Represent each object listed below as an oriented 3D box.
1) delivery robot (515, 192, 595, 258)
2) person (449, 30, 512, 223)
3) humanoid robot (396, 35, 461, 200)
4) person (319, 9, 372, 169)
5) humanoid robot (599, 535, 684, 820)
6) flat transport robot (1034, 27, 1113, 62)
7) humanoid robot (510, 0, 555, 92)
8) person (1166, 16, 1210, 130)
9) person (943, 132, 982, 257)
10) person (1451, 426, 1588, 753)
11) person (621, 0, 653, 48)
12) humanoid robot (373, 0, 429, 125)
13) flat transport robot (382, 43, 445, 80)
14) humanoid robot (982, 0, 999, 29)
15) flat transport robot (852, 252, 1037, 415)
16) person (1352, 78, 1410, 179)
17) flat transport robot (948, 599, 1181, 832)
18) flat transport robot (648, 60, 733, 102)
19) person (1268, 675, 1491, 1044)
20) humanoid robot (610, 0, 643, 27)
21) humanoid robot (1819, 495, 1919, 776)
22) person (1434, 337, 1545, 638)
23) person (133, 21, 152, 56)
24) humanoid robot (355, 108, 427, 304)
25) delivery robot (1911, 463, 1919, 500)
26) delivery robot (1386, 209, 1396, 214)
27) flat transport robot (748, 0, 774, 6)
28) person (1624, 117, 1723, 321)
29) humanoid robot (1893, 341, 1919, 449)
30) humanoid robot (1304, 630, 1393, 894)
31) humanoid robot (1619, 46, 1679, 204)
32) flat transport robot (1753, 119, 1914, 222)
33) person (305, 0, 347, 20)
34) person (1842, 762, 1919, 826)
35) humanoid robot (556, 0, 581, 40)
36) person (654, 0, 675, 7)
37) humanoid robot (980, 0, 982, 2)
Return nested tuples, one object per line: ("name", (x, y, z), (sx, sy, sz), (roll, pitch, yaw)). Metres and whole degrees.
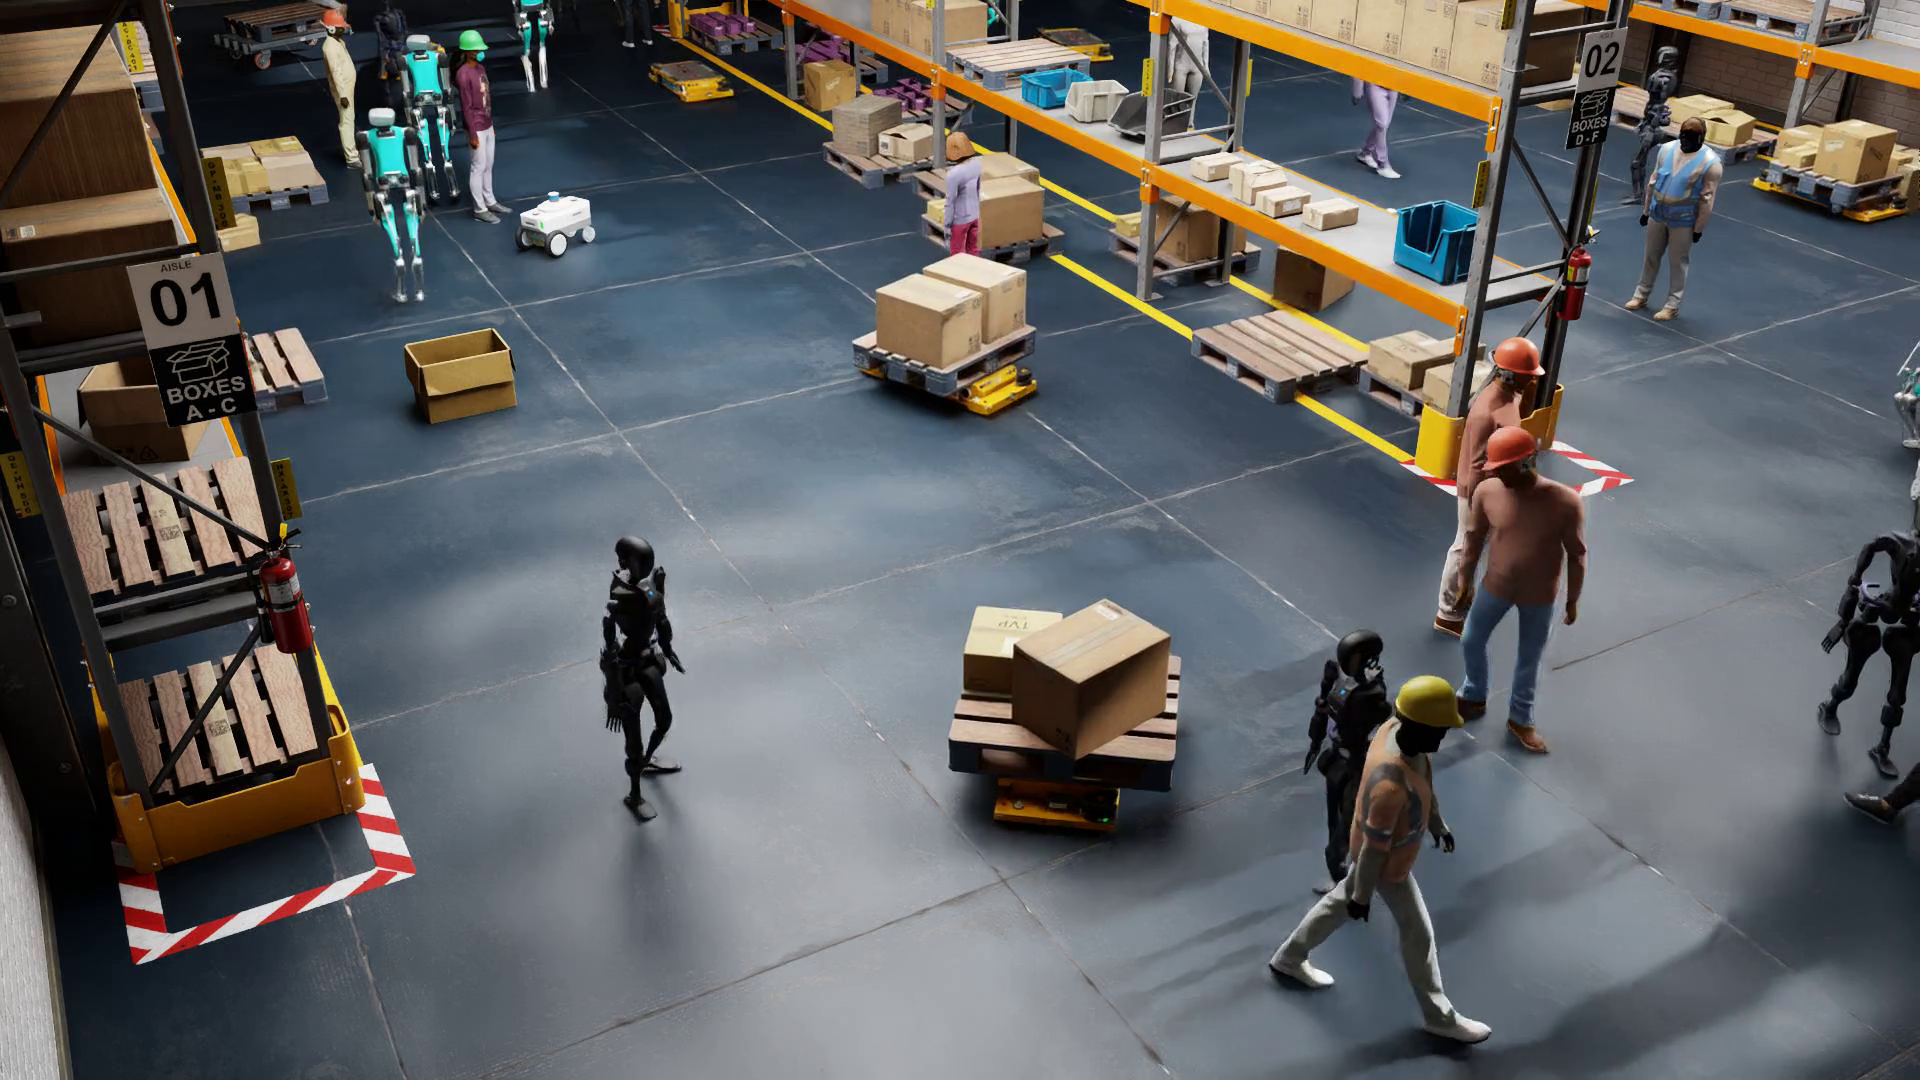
("delivery robot", (-4.047, -3.180, 16.653), (0.499, 0.589, 0.782), (19, 35, 29))
("person", (-4.963, -4.269, 17.156), (0.432, 1.948, 0.497), (5, 30, 9))
("humanoid robot", (-5.547, -4.381, 17.427), (0.533, 1.677, 0.735), (-7, 31, -12))
("person", (-6.949, -5.092, 18.783), (0.326, 1.750, 0.560), (-7, 31, -12))
("humanoid robot", (-1.714, 0.681, 8.806), (0.380, 1.641, 0.610), (11, 32, 19))
("flat transport robot", (1.611, -7.051, 23.685), (0.659, 0.231, 1.431), (-9, 31, -15))
("humanoid robot", (-5.602, -6.745, 21.715), (0.557, 1.833, 0.665), (-13, 32, -21))
("person", (2.652, -5.528, 19.402), (0.570, 1.897, 0.366), (-12, 32, -20))
("person", (0.014, -2.884, 15.066), (0.288, 1.629, 0.498), (19, 35, 30))
("person", (3.092, 0.271, 9.267), (0.713, 1.943, 0.370), (16, 34, 26))
("person", (-4.693, -7.989, 23.746), (0.506, 1.839, 0.339), (-19, 35, -29))
("humanoid robot", (-6.870, -5.867, 20.231), (0.672, 1.630, 0.584), (12, 32, 19))
("flat transport robot", (-7.524, -6.595, 22.889), (0.659, 0.231, 1.431), (-4, 30, -7))
("humanoid robot", (0.231, -7.003, 22.199), (0.716, 1.855, 0.531), (10, 31, 17))
("flat transport robot", (-0.120, -1.412, 13.867), (1.431, 0.231, 0.659), (22, 37, 34))
("person", (4.757, -5.013, 18.550), (0.675, 1.870, 0.727), (-20, 35, -30))
("flat transport robot", (0.617, 1.119, 9.461), (0.659, 0.231, 1.431), (5, 30, 8))
("flat transport robot", (-3.572, -6.075, 21.985), (0.659, 0.231, 1.431), (-15, 33, -25))
("person", (1.935, 1.378, 7.409), (1.016, 1.861, 0.585), (7, 31, 11))
("humanoid robot", (-4.945, -8.389, 24.537), (0.550, 1.751, 0.972), (8, 31, 13))
("humanoid robot", (5.145, 0.468, 9.202), (0.616, 1.637, 0.619), (5, 30, 8))
("person", (3.254, -0.322, 10.252), (0.402, 1.986, 0.610), (16, 34, 26))
("person", (-10.754, -6.715, 21.440), (0.520, 1.921, 0.657), (12, 32, 20))
("humanoid robot", (-5.088, -2.974, 15.103), (0.532, 1.785, 0.680), (-11, 32, -19))
("delivery robot", (7.048, -0.358, 11.756), (0.499, 0.606, 0.801), (6, 30, 10))
("delivery robot", (4.157, -2.938, 16.234), (0.499, 0.592, 0.774), (-10, 31, -17))
("flat transport robot", (-3.248, -8.785, 26.702), (1.431, 0.231, 0.659), (11, 32, 19))
("person", (6.370, -2.868, 14.839), (0.431, 1.837, 0.632), (-18, 35, -28))
("humanoid robot", (7.316, -1.435, 12.442), (0.772, 1.780, 0.530), (-8, 31, -13))
("humanoid robot", (1.904, 1.109, 8.065), (0.373, 1.639, 0.608), (-14, 33, -23))
("humanoid robot", (7.338, -4.421, 17.681), (0.359, 1.649, 0.607), (6, 30, 10))
("flat transport robot", (9.392, -3.754, 17.945), (0.659, 0.231, 1.431), (-15, 33, -25))
("person", (-9.578, -8.503, 24.655), (0.695, 1.801, 0.631), (-4, 30, -7))
("person", (5.216, 0.892, 8.417), (0.956, 1.700, 0.694), (14, 33, 23))
("humanoid robot", (-5.714, -8.120, 24.146), (0.609, 1.656, 0.484), (-2, 30, -3))
("person", (-4.677, -9.229, 25.984), (0.558, 1.751, 0.324), (3, 30, 5))
("humanoid robot", (0.059, -7.810, 23.601), (0.612, 1.644, 0.478), (22, 37, 34))
